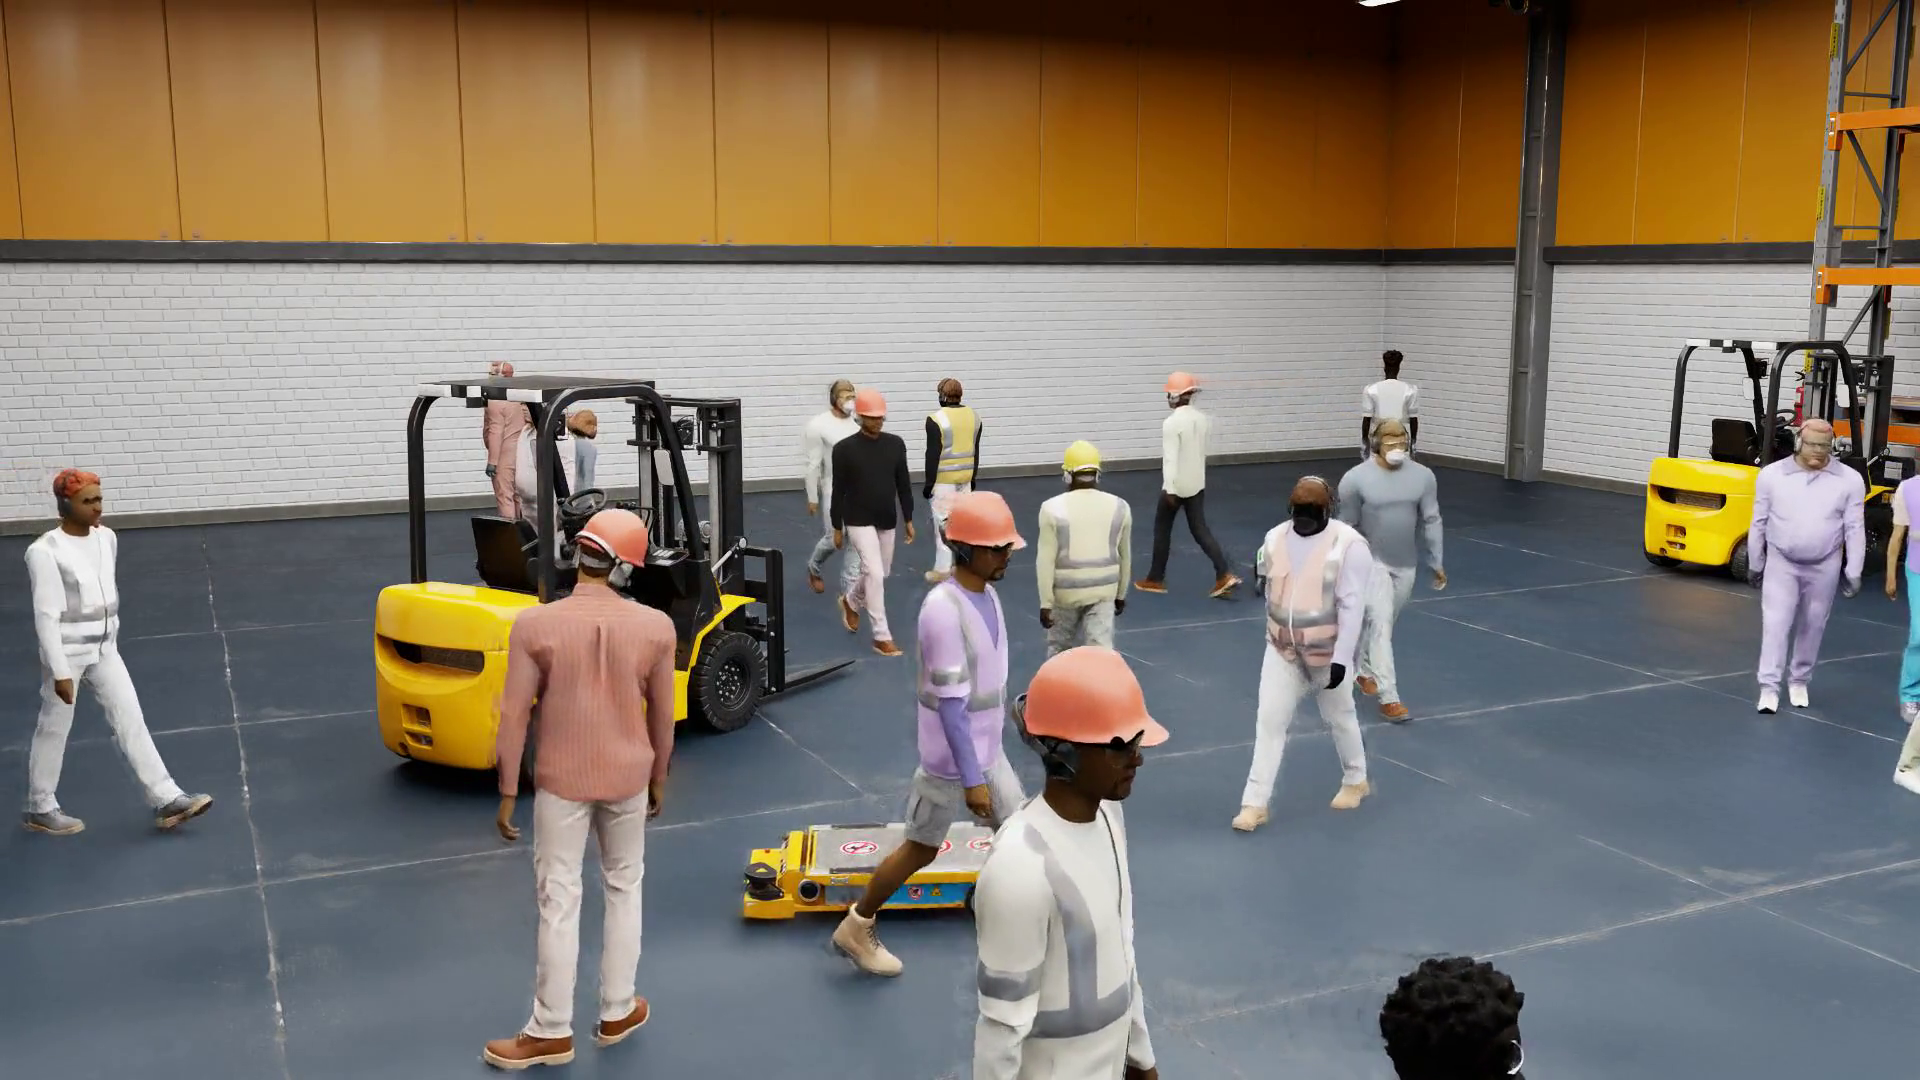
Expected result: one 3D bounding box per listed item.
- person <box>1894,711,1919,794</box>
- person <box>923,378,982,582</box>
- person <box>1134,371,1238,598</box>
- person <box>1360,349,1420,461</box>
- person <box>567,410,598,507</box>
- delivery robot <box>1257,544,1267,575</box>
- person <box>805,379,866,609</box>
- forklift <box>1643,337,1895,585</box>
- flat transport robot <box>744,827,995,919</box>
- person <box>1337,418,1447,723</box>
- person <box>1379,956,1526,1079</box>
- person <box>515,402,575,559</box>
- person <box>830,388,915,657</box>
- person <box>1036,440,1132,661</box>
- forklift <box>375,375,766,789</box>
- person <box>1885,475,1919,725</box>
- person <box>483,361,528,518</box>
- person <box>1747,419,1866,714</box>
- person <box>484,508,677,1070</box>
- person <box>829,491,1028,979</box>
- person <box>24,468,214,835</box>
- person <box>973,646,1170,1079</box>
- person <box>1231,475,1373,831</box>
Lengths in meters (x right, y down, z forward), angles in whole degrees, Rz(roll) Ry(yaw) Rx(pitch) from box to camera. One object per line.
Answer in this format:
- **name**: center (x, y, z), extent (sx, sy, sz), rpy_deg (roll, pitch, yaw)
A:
- **person**: center (5.337, 0.485, 8.775), extent (0.530, 1.820, 0.600), rpy_deg (-3, 10, -20)
- **person**: center (-0.096, -0.546, 15.085), extent (0.633, 1.842, 0.429), rpy_deg (-8, 12, -42)
- **person**: center (1.980, -0.472, 14.293), extent (0.978, 1.964, 0.636), rpy_deg (9, 13, 43)
- **person**: center (4.630, -1.067, 17.935), extent (0.607, 1.966, 0.373), rpy_deg (2, 9, 13)
- **person**: center (-3.426, -0.366, 14.767), extent (0.544, 1.582, 0.886), rpy_deg (8, 12, 39)
- **delivery robot**: center (2.813, 0.132, 14.568), extent (0.477, 0.478, 0.707), rpy_deg (3, 10, 17)
- **person**: center (-1.010, -0.395, 13.909), extent (0.633, 1.922, 0.639), rpy_deg (-6, 11, -33)
- **forklift**: center (7.551, -0.789, 15.507), extent (2.313, 2.155, 1.214), rpy_deg (-4, 10, -25)
- **flat transport robot**: center (-0.231, 1.467, 7.458), extent (1.431, 0.197, 0.652), rpy_deg (-1, 9, -4)
- **person**: center (2.719, 0.161, 10.591), extent (0.633, 1.887, 1.010), rpy_deg (-2, 9, -13)
- **person**: center (0.701, 1.503, 2.894), extent (0.530, 1.682, 0.533), rpy_deg (4, 10, 24)
- **person**: center (-3.313, -0.269, 13.169), extent (0.652, 1.906, 0.402), rpy_deg (9, 13, 44)
- **person**: center (-0.698, -0.164, 12.370), extent (0.620, 1.955, 0.921), rpy_deg (-6, 11, -34)
- **person**: center (0.715, 0.295, 10.011), extent (0.616, 1.788, 0.920), rpy_deg (-2, 9, -11)
- **forklift**: center (-2.268, 0.149, 9.685), extent (1.214, 2.155, 2.313), rpy_deg (6, 11, 32)
- **person**: center (6.050, 0.247, 10.246), extent (0.555, 1.815, 0.583), rpy_deg (2, 9, 14)
- **person**: center (-4.569, -0.838, 16.683), extent (0.409, 1.913, 0.651), rpy_deg (2, 9, 14)
- **person**: center (5.316, 0.185, 10.454), extent (0.657, 1.866, 0.891), rpy_deg (4, 10, 22)
- **person**: center (-1.389, 0.879, 5.952), extent (0.778, 1.953, 0.424), rpy_deg (-5, 10, -27)
- **person**: center (-0.029, 0.790, 6.398), extent (1.075, 1.998, 0.598), rpy_deg (5, 10, 27)
- **person**: center (-4.235, 0.572, 8.168), extent (0.984, 1.832, 0.614), rpy_deg (2, 9, 12)
- **person**: center (0.274, 1.208, 3.761), extent (1.039, 1.988, 0.630), rpy_deg (3, 10, 20)
- **person**: center (1.804, 0.550, 8.458), extent (0.616, 1.797, 0.908), rpy_deg (7, 12, 38)
